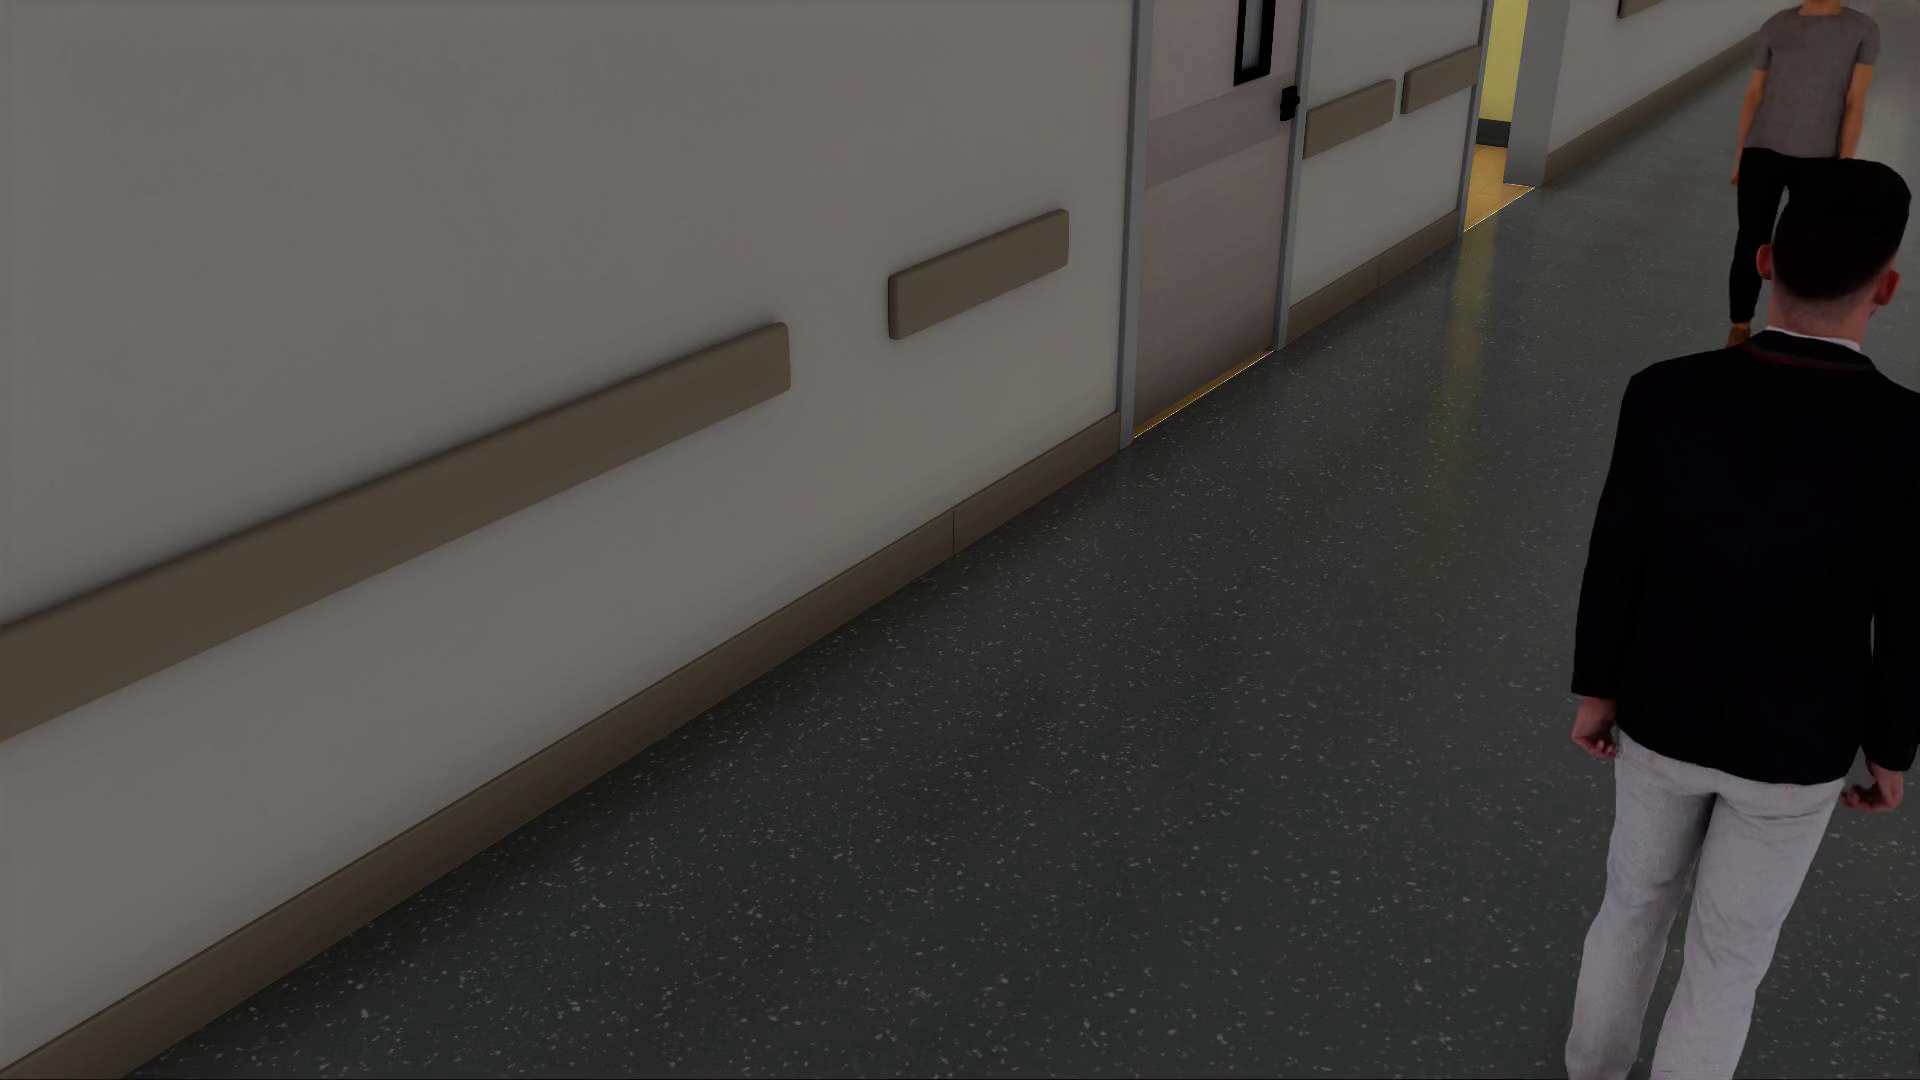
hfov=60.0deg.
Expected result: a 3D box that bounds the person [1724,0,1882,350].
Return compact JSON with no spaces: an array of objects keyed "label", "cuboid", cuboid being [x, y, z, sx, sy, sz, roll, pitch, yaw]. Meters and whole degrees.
[{"label":"person","cuboid":[3.387,-1.563,6.715,0.871,1.703,0.666,17,30,31]}]

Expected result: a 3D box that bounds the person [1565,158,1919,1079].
[{"label":"person","cuboid":[1.217,0.319,2.645,0.648,1.847,0.749,20,32,35]}]
